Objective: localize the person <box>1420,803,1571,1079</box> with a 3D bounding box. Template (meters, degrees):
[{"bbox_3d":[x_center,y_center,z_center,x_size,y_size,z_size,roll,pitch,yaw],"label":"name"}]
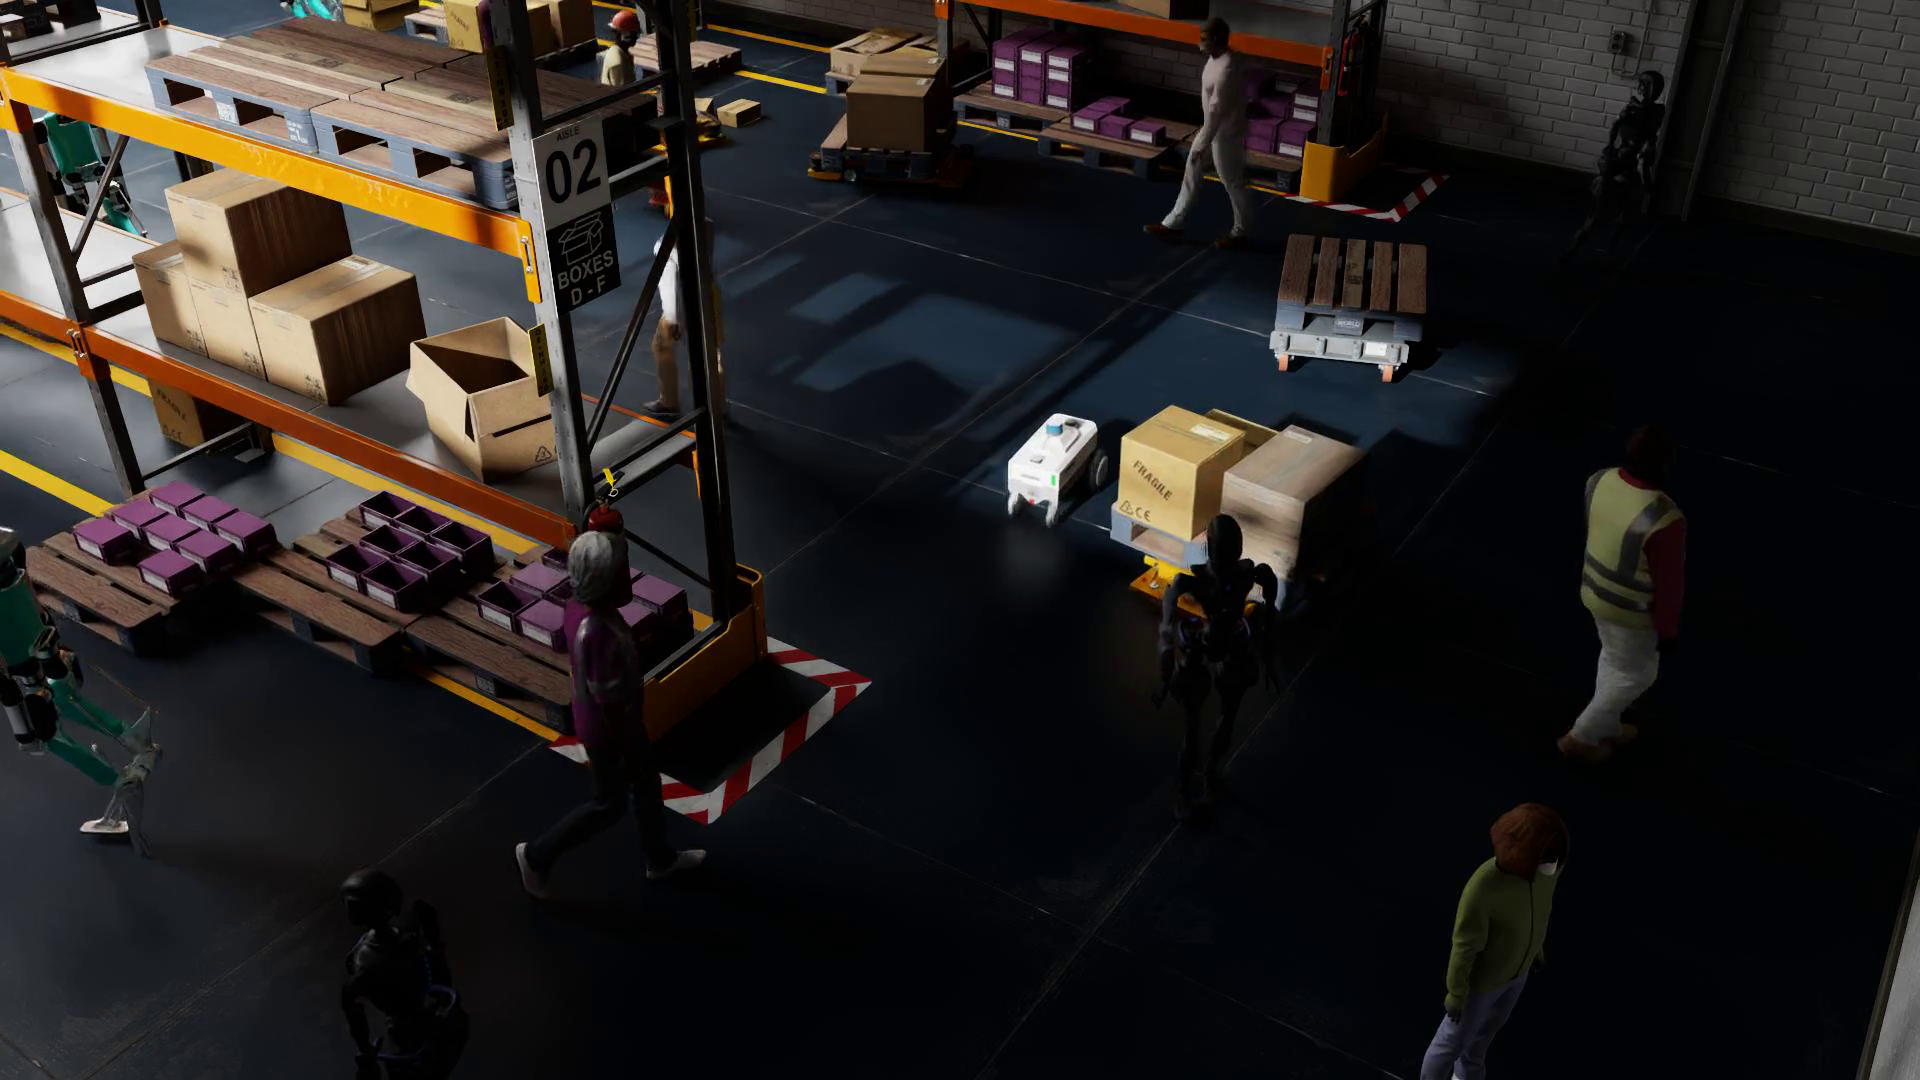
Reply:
[{"bbox_3d":[1.983,1.600,6.160,0.507,1.631,0.265,-20,38,-28],"label":"person"}]

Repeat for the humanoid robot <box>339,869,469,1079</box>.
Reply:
[{"bbox_3d":[-1.863,1.816,5.846,0.742,1.649,0.611,8,34,12],"label":"humanoid robot"}]

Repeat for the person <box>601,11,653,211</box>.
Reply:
[{"bbox_3d":[-2.830,-3.614,14.118,0.893,1.682,0.564,4,33,5],"label":"person"}]

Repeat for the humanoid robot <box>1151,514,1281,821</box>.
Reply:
[{"bbox_3d":[1.199,0.582,7.690,0.610,1.652,0.384,-5,33,-7],"label":"humanoid robot"}]

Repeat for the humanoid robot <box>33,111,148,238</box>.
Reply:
[{"bbox_3d":[-6.234,-2.434,12.150,0.735,1.672,0.533,23,40,31],"label":"humanoid robot"}]

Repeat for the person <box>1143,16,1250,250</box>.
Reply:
[{"bbox_3d":[1.974,-3.238,13.358,0.974,1.885,0.657,-2,33,-2],"label":"person"}]

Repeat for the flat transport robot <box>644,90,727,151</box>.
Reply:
[{"bbox_3d":[-2.910,-4.070,16.128,0.659,0.231,1.431,-22,39,-30],"label":"flat transport robot"}]

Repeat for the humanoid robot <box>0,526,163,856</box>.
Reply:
[{"bbox_3d":[-3.903,0.756,7.458,0.694,1.898,0.532,-3,33,-5],"label":"humanoid robot"}]

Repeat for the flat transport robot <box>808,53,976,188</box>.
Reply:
[{"bbox_3d":[-0.618,-3.451,15.177,1.431,0.231,0.659,6,34,9],"label":"flat transport robot"}]

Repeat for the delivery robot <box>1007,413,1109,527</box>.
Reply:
[{"bbox_3d":[0.584,-0.486,10.350,0.499,0.586,0.783,15,36,22],"label":"delivery robot"}]

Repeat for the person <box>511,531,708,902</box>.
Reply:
[{"bbox_3d":[-1.606,0.798,7.241,0.805,1.808,0.544,-9,34,-13],"label":"person"}]

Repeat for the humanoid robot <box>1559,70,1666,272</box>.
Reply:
[{"bbox_3d":[5.136,-2.880,13.015,0.592,1.647,0.456,-17,37,-25],"label":"humanoid robot"}]

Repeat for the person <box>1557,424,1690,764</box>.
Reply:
[{"bbox_3d":[3.224,0.288,8.016,0.482,1.805,0.669,-6,33,-8],"label":"person"}]

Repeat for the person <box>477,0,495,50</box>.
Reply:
[{"bbox_3d":[-4.041,-4.265,14.892,0.427,1.948,0.489,19,38,27],"label":"person"}]

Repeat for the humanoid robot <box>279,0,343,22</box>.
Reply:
[{"bbox_3d":[-6.712,-5.587,17.197,0.703,1.869,0.539,20,38,28],"label":"humanoid robot"}]

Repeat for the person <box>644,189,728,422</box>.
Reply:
[{"bbox_3d":[-1.868,-1.594,10.977,0.684,1.727,0.579,20,38,28],"label":"person"}]

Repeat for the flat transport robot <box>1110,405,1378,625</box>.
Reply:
[{"bbox_3d":[1.677,0.056,9.787,0.659,0.231,1.431,25,40,33],"label":"flat transport robot"}]

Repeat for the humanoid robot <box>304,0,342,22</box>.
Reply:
[{"bbox_3d":[-6.900,-6.147,17.993,0.659,1.816,0.540,22,39,30],"label":"humanoid robot"}]
